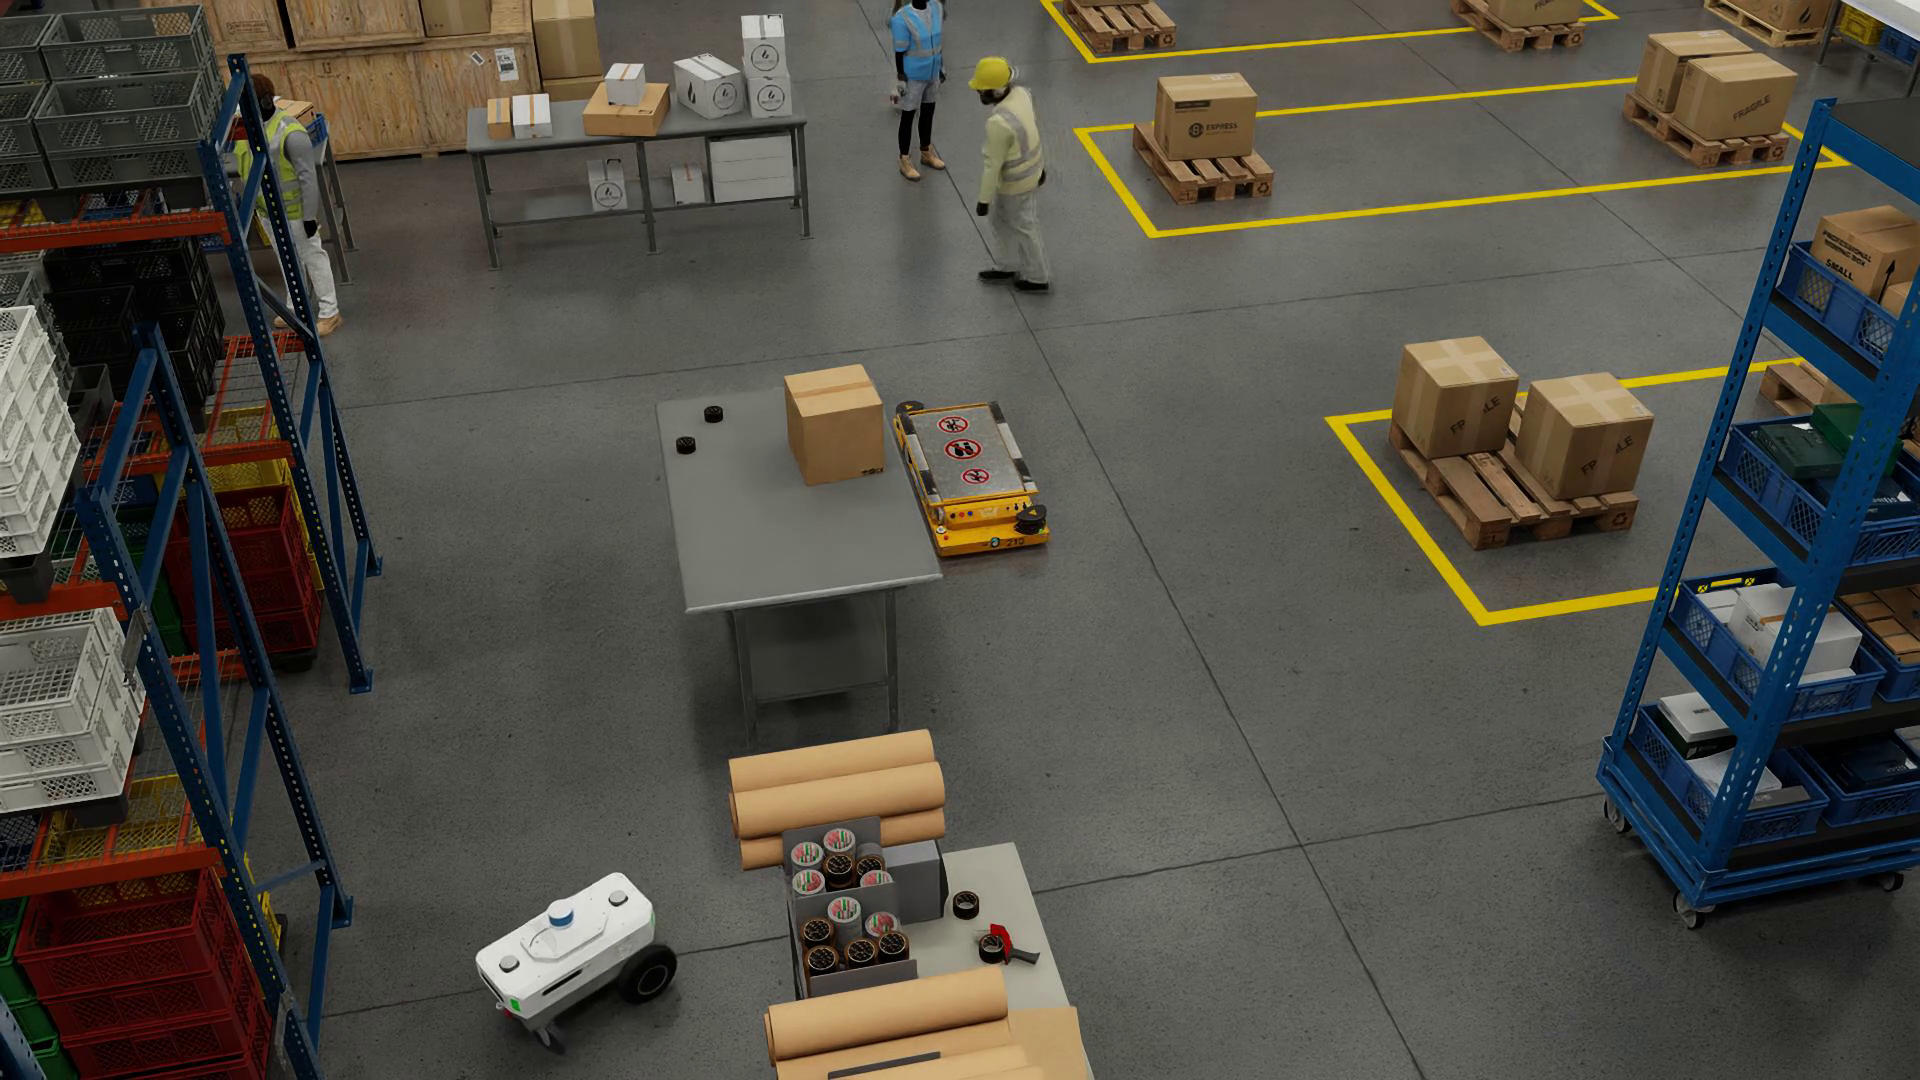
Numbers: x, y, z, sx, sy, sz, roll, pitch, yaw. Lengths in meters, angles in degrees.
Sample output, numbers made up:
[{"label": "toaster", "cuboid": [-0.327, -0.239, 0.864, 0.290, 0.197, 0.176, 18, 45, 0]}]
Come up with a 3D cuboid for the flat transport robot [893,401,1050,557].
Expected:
[{"label": "flat transport robot", "cuboid": [0.046, -0.430, 10.108, 0.652, 0.197, 1.431, -8, 37, -10]}]

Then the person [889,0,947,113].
[{"label": "person", "cuboid": [-0.355, -4.645, 14.474, 0.508, 1.828, 0.550, 13, 39, 17]}]

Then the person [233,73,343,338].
[{"label": "person", "cuboid": [-4.583, -2.258, 11.258, 0.627, 1.846, 0.429, 18, 40, 23]}]

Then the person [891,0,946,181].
[{"label": "person", "cuboid": [-0.319, -3.762, 13.399, 0.315, 1.696, 0.541, 30, 46, 34]}]

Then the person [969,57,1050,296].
[{"label": "person", "cuboid": [0.358, -2.535, 11.681, 0.661, 1.777, 0.613, 8, 37, 11]}]

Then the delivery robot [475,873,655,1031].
[{"label": "delivery robot", "cuboid": [-1.636, 1.699, 6.936, 0.707, 0.478, 0.477, -28, 45, -32]}]
